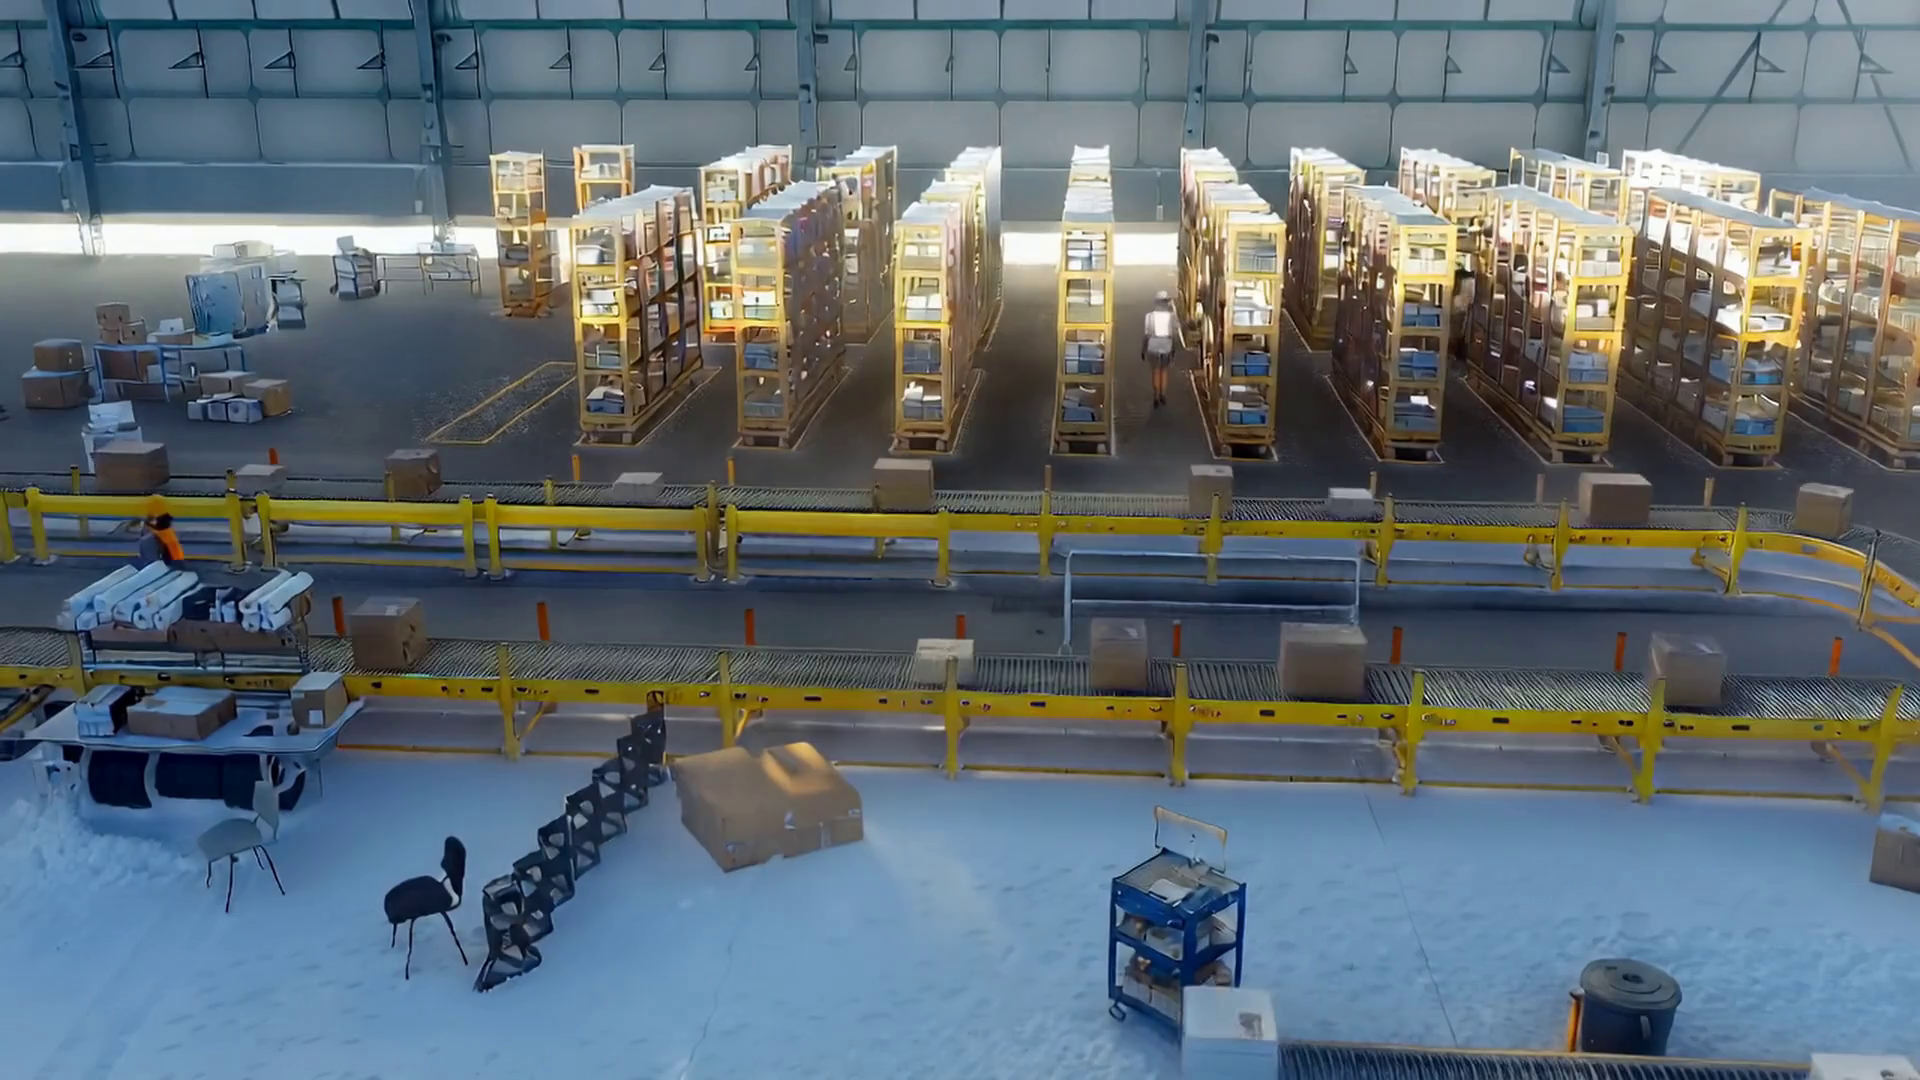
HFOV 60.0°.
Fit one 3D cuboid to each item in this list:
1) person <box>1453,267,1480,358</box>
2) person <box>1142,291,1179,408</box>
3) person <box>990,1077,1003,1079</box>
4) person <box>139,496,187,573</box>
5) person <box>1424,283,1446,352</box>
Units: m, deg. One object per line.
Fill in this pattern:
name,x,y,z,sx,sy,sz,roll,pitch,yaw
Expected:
person,10.039,-4.480,32.781,0.453,1.827,0.591,1,18,4
person,3.465,-3.305,28.789,0.621,1.999,1.025,1,18,4
person,0.152,3.398,8.207,0.493,1.574,0.921,0,17,-1
person,-8.223,0.421,17.245,0.413,1.821,0.591,-2,18,-7
person,9.080,-4.316,31.984,0.372,1.997,0.620,-5,18,-17
